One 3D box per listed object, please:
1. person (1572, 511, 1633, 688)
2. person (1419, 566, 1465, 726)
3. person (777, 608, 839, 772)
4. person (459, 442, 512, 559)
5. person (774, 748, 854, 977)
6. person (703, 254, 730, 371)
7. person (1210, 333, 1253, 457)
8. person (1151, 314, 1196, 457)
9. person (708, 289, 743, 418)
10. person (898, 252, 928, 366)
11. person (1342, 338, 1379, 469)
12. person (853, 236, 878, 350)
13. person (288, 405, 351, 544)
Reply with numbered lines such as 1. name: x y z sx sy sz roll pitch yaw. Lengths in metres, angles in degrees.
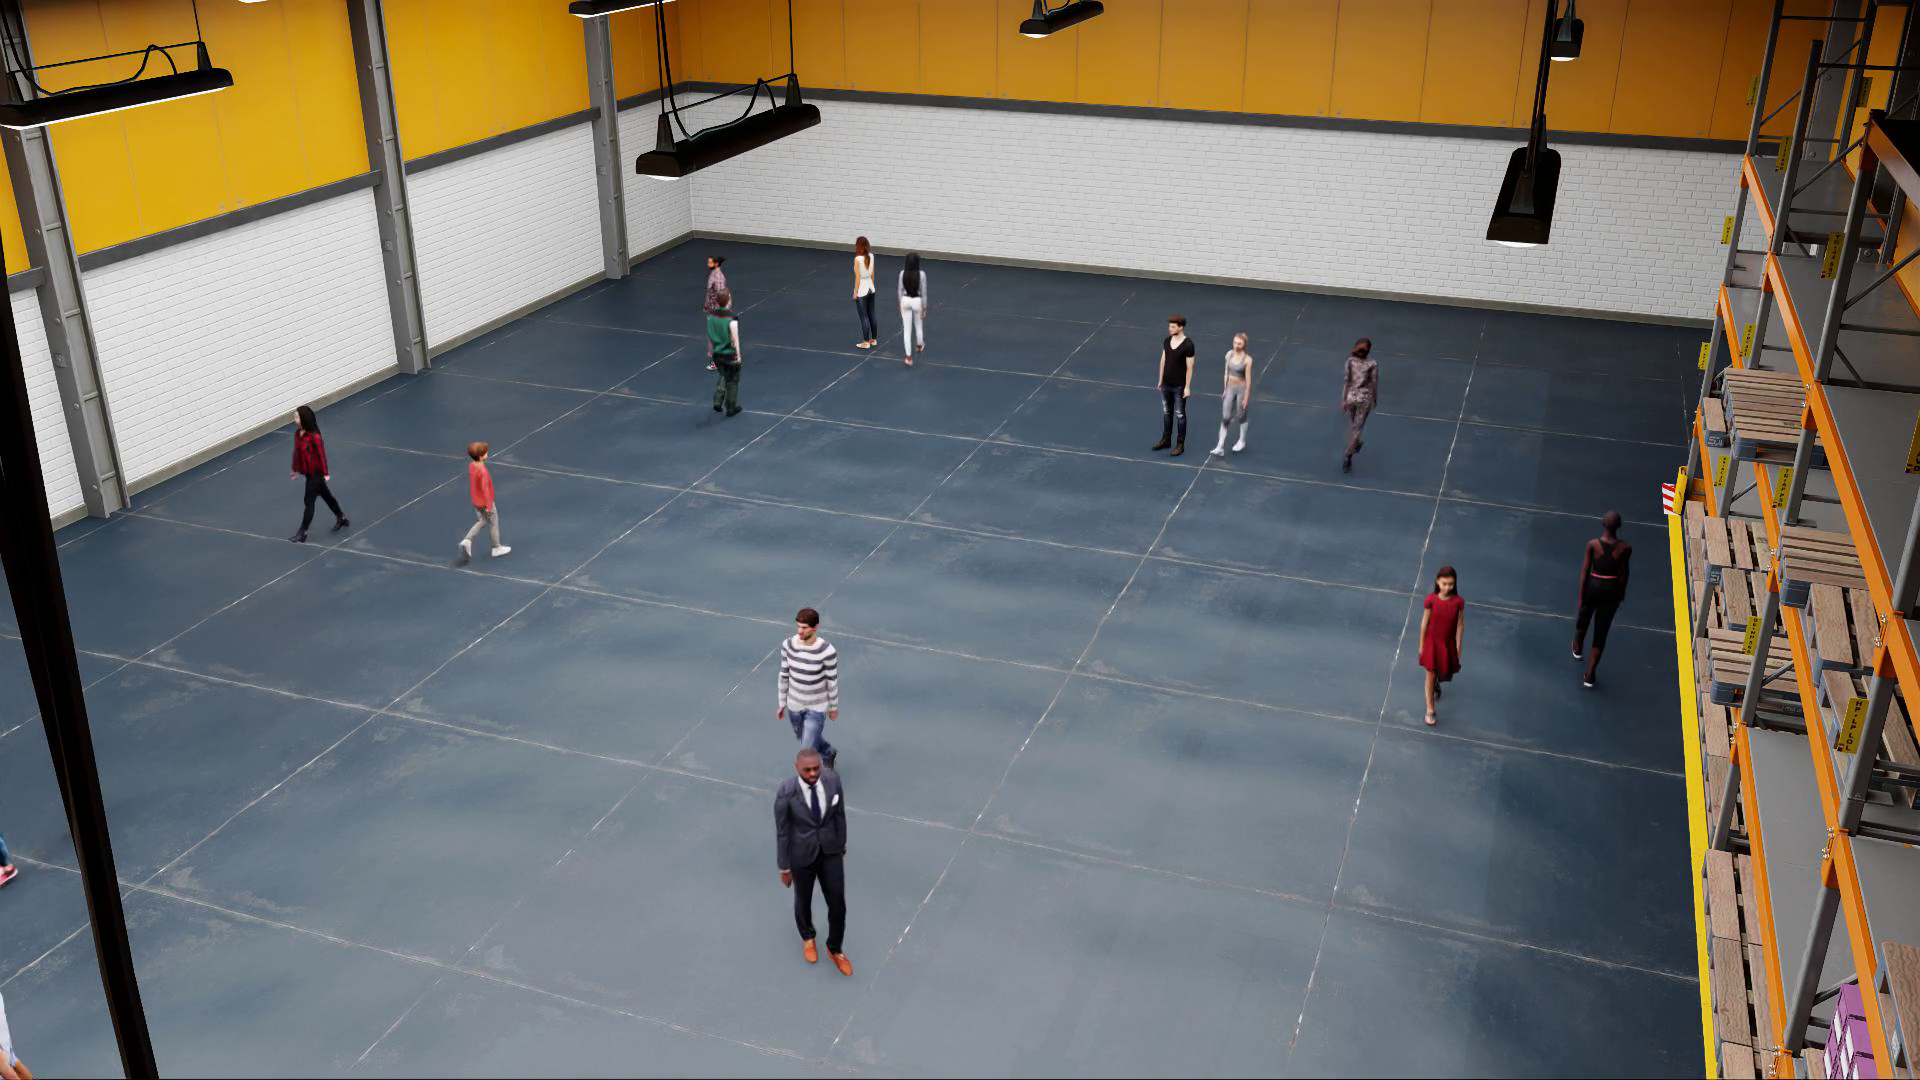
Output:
1. person: 6.181 0.594 16.030 0.591 1.719 1.074 8 25 19
2. person: 4.472 0.927 15.486 0.652 1.543 0.846 3 24 7
3. person: -1.242 1.372 14.130 0.723 1.814 1.196 11 26 24
4. person: -5.444 -0.431 18.772 0.878 1.400 0.718 -21 31 -40
5. person: -1.097 2.254 12.125 0.936 1.804 0.996 -10 25 -21
6. person: -3.672 -3.515 25.375 0.895 1.763 0.811 -7 25 -15
7. person: 3.692 -1.936 21.884 0.798 1.665 1.081 19 30 37
8. person: 2.843 -2.067 21.898 0.736 1.894 0.758 -21 31 -39
9. person: -3.303 -2.576 23.139 0.711 1.832 0.779 13 27 27
10. person: -0.734 -3.499 25.459 0.814 1.666 1.232 1 24 3
11. person: 5.112 -1.728 21.411 0.696 1.662 1.185 13 27 27
12. person: -1.487 -3.914 26.260 0.717 1.785 0.583 19 30 36
13. person: -7.437 -0.801 19.346 0.810 1.618 1.124 17 29 34
